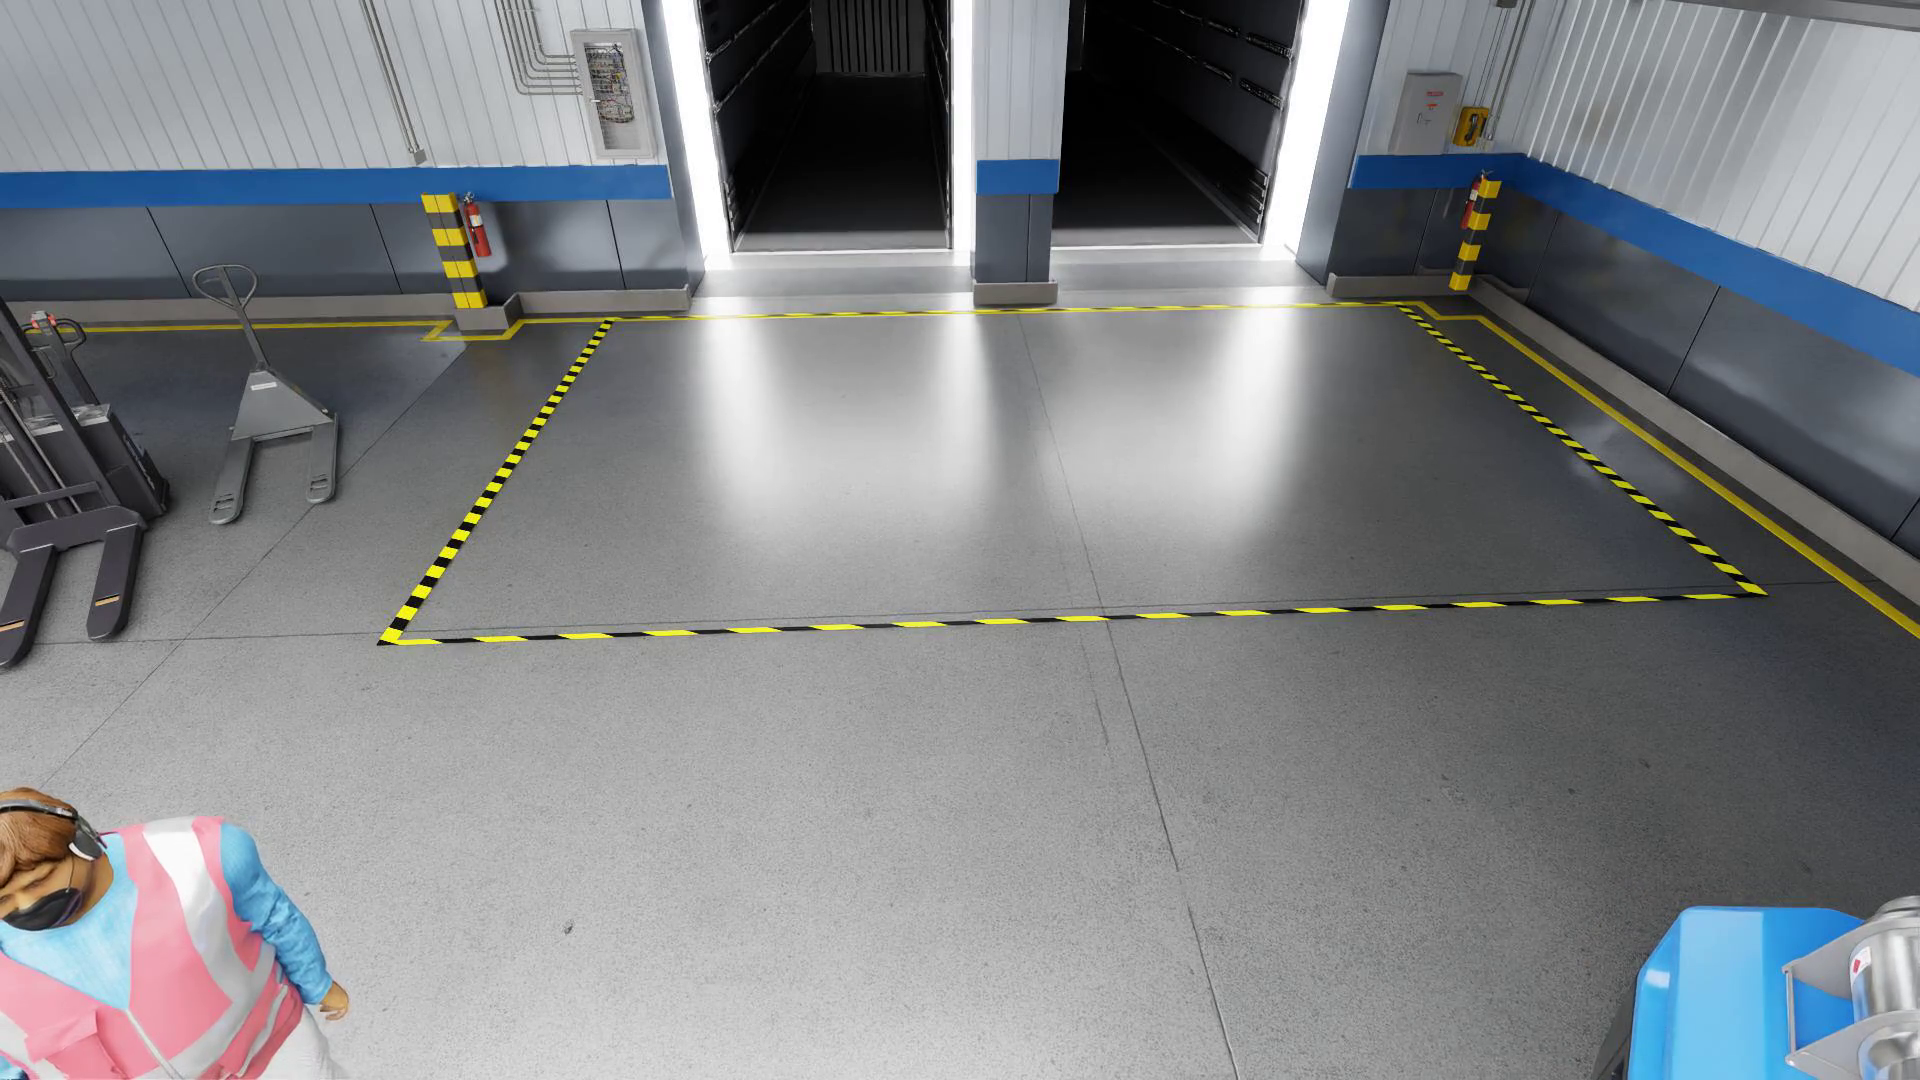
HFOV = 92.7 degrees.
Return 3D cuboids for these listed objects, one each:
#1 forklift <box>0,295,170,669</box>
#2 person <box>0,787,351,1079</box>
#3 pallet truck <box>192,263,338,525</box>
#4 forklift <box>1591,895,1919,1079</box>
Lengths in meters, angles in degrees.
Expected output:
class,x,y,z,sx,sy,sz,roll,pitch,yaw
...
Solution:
class,x,y,z,sx,sy,sz,roll,pitch,yaw
forklift,-5.212,-0.618,4.878,0.823,1.965,1.885,-20,39,-26
person,-1.892,1.280,2.286,0.621,1.845,0.431,-29,44,-35
pallet truck,-4.778,-1.027,6.128,0.680,1.201,1.601,-17,38,-23
forklift,2.922,1.467,1.572,2.680,2.036,1.157,22,40,28
